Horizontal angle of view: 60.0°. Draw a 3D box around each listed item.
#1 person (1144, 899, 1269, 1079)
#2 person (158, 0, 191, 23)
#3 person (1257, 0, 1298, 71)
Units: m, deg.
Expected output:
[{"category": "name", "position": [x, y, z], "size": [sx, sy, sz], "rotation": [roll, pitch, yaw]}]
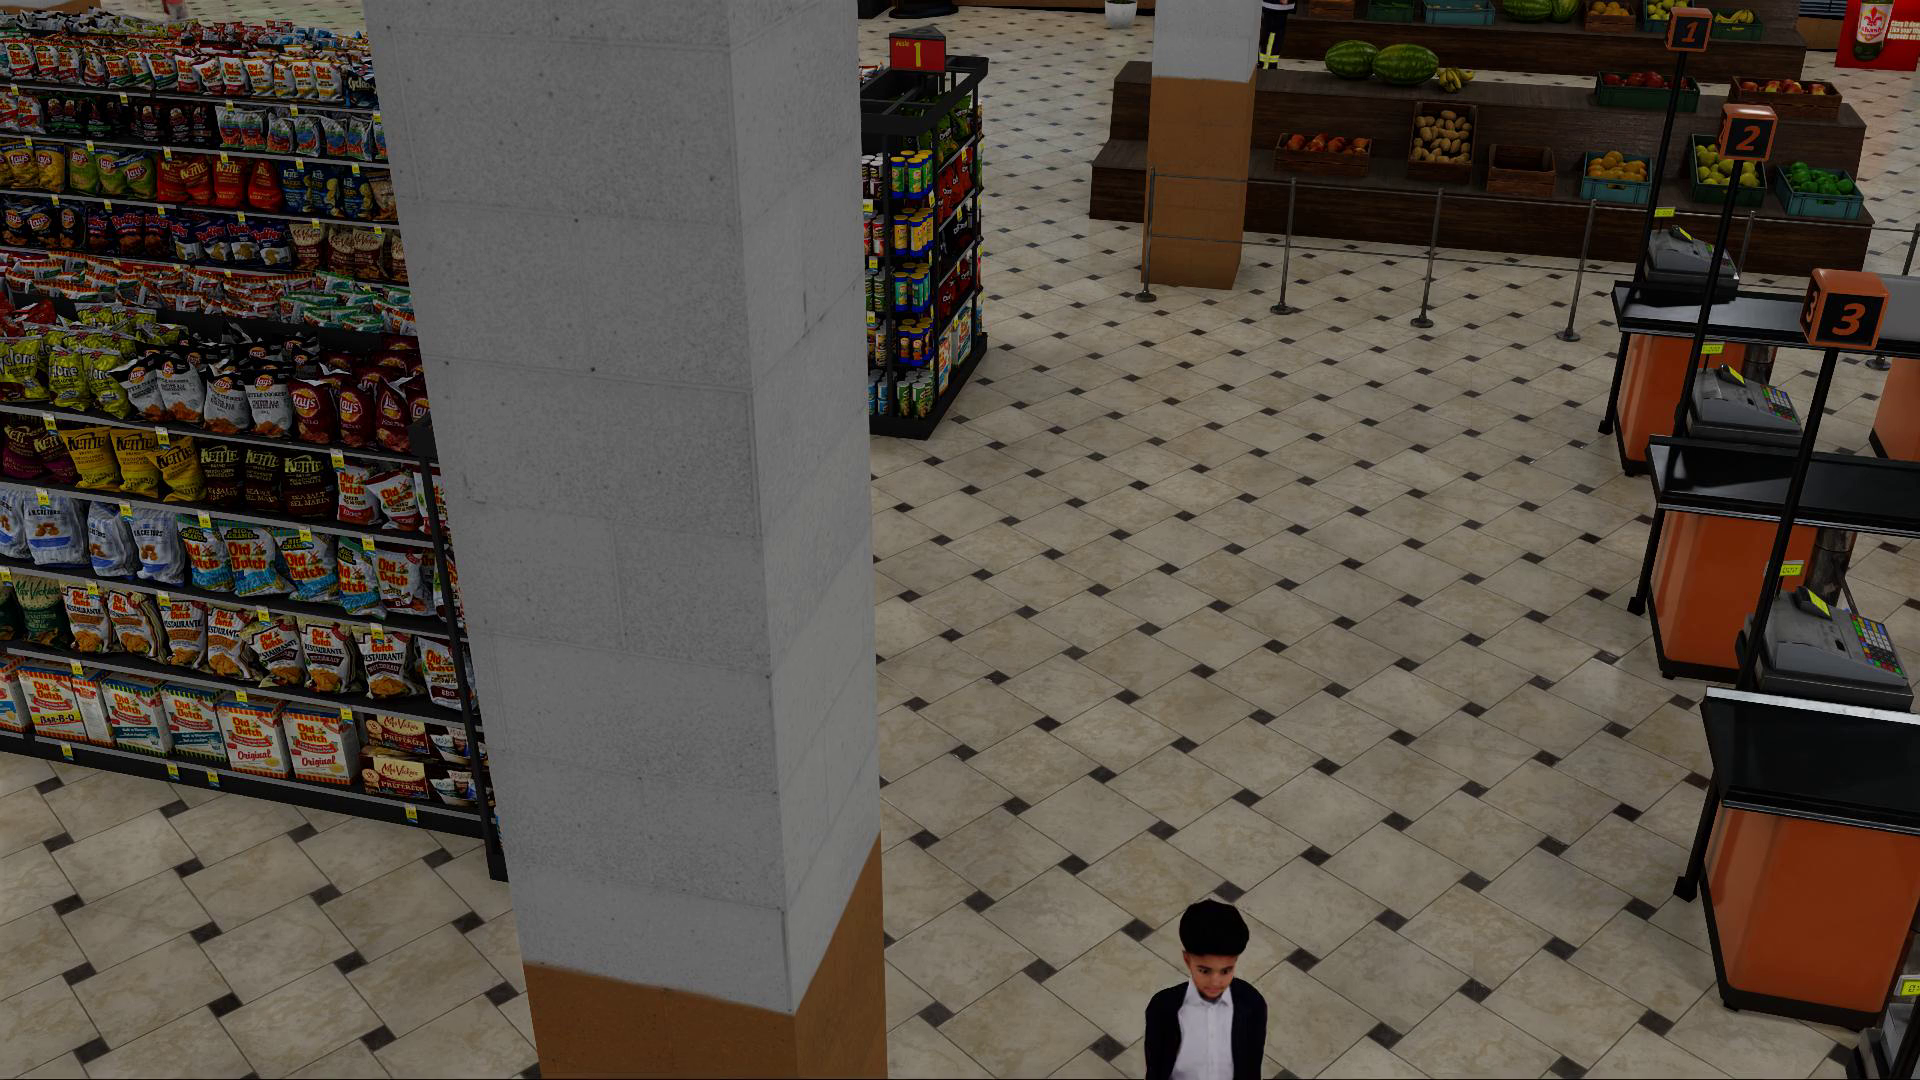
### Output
[{"category": "person", "position": [0.722, 1.557, 4.991], "size": [0.612, 1.217, 0.644], "rotation": [0, 29, 0]}, {"category": "person", "position": [-9.080, -6.174, 19.063], "size": [0.626, 1.301, 0.563], "rotation": [18, 33, 29]}, {"category": "person", "position": [3.463, -5.997, 18.032], "size": [0.684, 1.979, 0.794], "rotation": [3, 29, 6]}]
